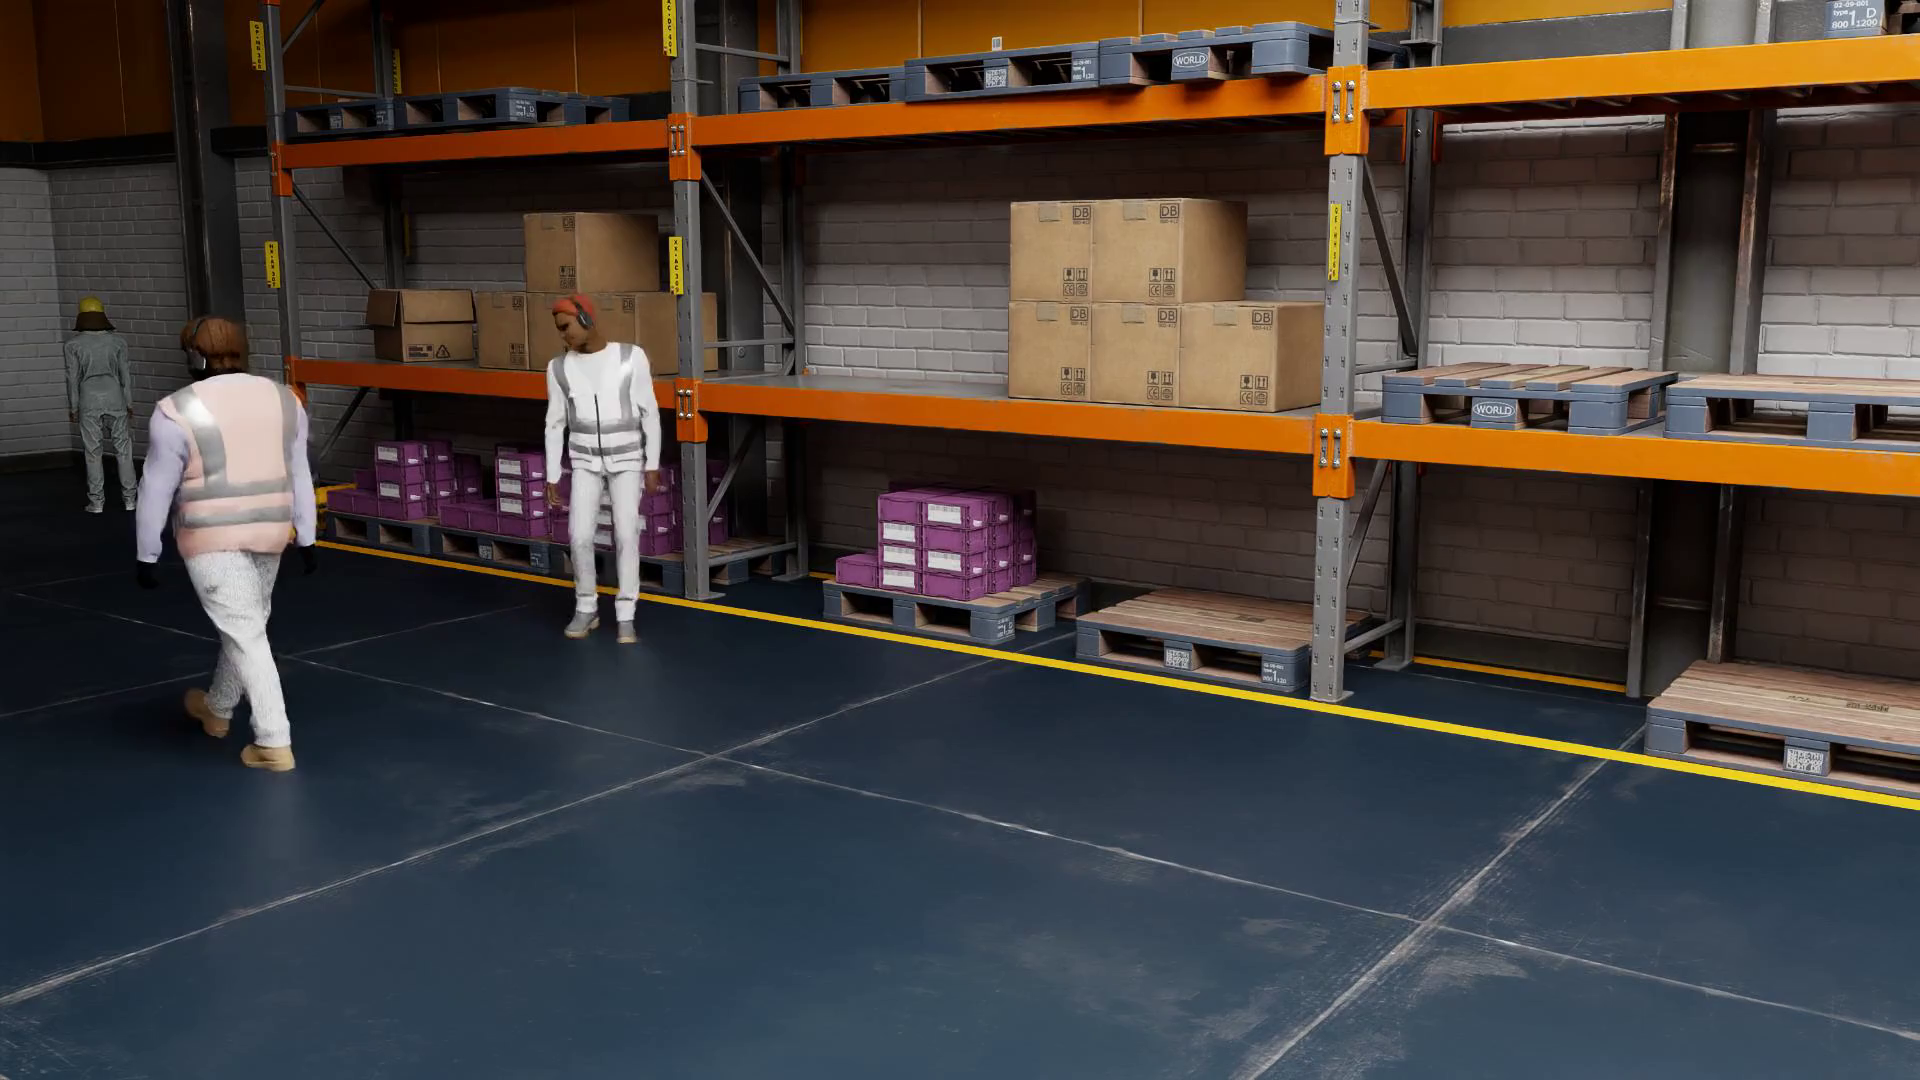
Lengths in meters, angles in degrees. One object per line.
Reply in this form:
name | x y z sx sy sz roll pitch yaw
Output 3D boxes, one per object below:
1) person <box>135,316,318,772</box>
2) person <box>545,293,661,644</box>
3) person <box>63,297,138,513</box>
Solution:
person | -3.013 0.005 6.716 0.935 1.794 0.661 6 11 32
person | -1.894 -0.377 8.863 0.623 1.859 0.421 0 10 1
person | -6.938 -1.087 13.424 0.484 1.735 0.309 -7 12 -36
